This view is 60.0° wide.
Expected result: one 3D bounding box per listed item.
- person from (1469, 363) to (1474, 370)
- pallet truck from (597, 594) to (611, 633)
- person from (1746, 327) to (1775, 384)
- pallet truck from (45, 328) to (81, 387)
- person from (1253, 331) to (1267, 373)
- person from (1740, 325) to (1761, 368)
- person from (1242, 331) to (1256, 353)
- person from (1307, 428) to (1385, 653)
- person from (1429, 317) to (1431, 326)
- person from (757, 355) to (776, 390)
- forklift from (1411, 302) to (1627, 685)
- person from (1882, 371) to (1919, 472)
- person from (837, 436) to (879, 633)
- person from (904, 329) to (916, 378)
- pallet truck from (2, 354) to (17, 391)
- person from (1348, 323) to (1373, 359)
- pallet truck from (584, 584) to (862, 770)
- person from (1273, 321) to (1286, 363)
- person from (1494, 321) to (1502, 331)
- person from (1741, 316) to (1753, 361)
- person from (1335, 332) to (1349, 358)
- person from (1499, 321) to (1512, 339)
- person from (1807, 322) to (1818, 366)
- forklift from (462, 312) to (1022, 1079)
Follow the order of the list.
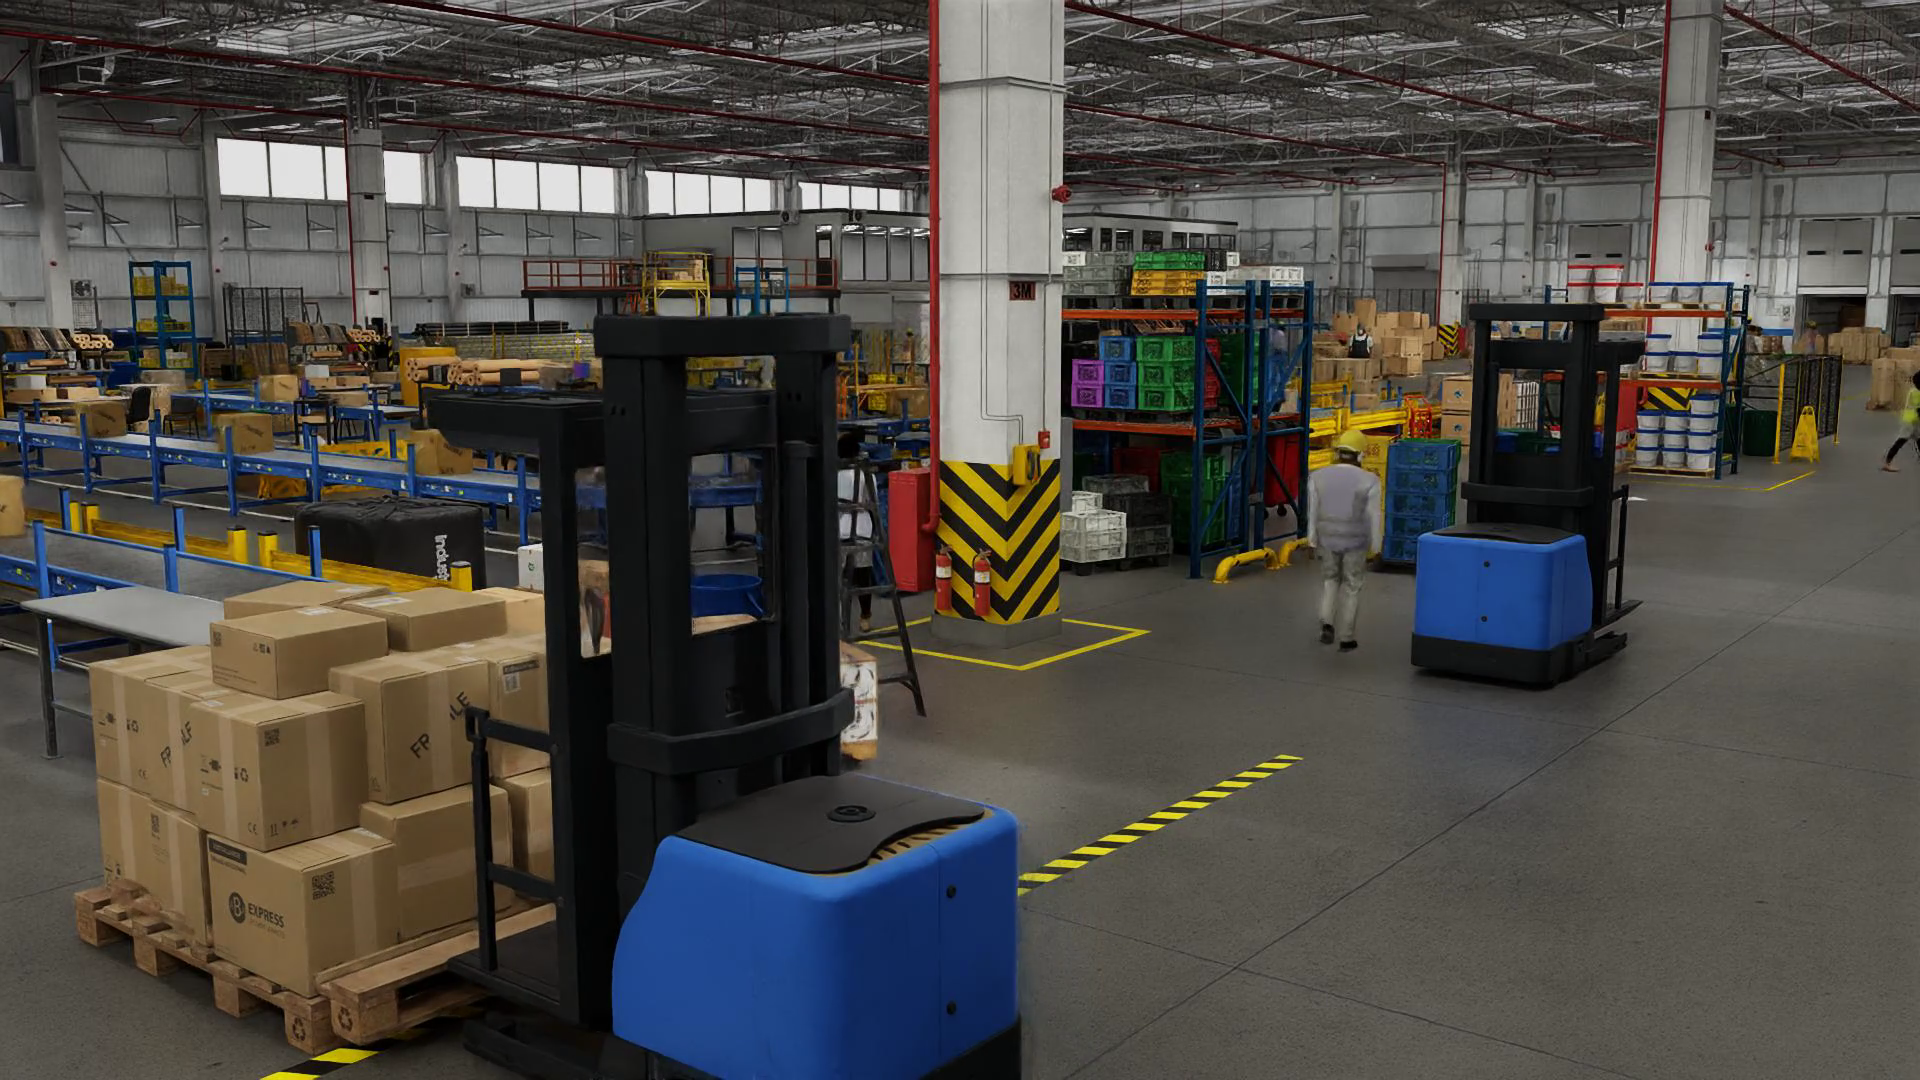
[{"bbox_3d":[18.743,-6.946,59.928,0.589,1.924,0.649,1,8,6],"label":"person"},{"bbox_3d":[-3.115,0.344,12.883,0.653,1.274,1.630,7,11,37],"label":"pallet truck"},{"bbox_3d":[25.545,-5.875,53.078,0.498,1.811,0.977,-5,10,-29],"label":"person"},{"bbox_3d":[-23.775,-4.544,43.495,1.885,1.965,0.823,6,10,35],"label":"pallet truck"},{"bbox_3d":[9.826,-6.151,54.322,0.642,1.994,0.760,8,11,42],"label":"person"},{"bbox_3d":[30.868,-7.540,64.835,0.855,1.641,0.530,2,9,15],"label":"person"},{"bbox_3d":[8.282,-5.144,48.138,0.581,1.825,0.998,-7,11,-38],"label":"person"},{"bbox_3d":[3.117,0.008,13.411,0.621,1.816,0.435,5,10,32],"label":"person"},{"bbox_3d":[22.040,-9.734,78.711,0.729,1.932,0.619,-3,9,-22],"label":"person"},{"bbox_3d":[-4.429,-3.704,38.464,0.998,1.817,0.526,4,9,23],"label":"person"},{"bbox_3d":[4.379,-0.438,12.852,1.129,2.768,1.873,7,11,37],"label":"forklift"},{"bbox_3d":[15.404,-1.897,26.821,0.916,1.644,0.545,4,10,28],"label":"person"},{"bbox_3d":[-0.951,-0.038,14.130,0.535,1.697,0.318,-3,9,-17],"label":"person"},{"bbox_3d":[-1.591,-5.962,53.882,0.352,1.758,0.550,-6,11,-37],"label":"person"},{"bbox_3d":[-24.881,-4.417,42.634,1.885,1.965,0.823,8,11,41],"label":"pallet truck"},{"bbox_3d":[11.708,-5.337,48.695,0.681,2.000,0.538,3,9,19],"label":"person"},{"bbox_3d":[-1.426,0.805,10.019,1.601,1.201,0.680,-4,9,-26],"label":"pallet truck"},{"bbox_3d":[11.668,-7.069,60.888,0.909,1.895,0.602,0,8,-2],"label":"person"},{"bbox_3d":[25.853,-9.916,79.972,0.579,1.915,0.519,-6,11,-37],"label":"person"},{"bbox_3d":[33.732,-8.620,71.208,0.595,1.925,0.373,-7,11,-39],"label":"person"},{"bbox_3d":[9.832,-4.457,43.281,0.924,1.898,0.554,3,9,19],"label":"person"},{"bbox_3d":[24.146,-9.014,73.650,0.392,1.991,0.613,-7,11,-38],"label":"person"},{"bbox_3d":[34.144,-7.846,66.568,0.451,1.746,0.538,6,10,33],"label":"person"},{"bbox_3d":[-0.796,0.585,5.952,1.873,2.768,1.129,7,11,37],"label":"forklift"}]
